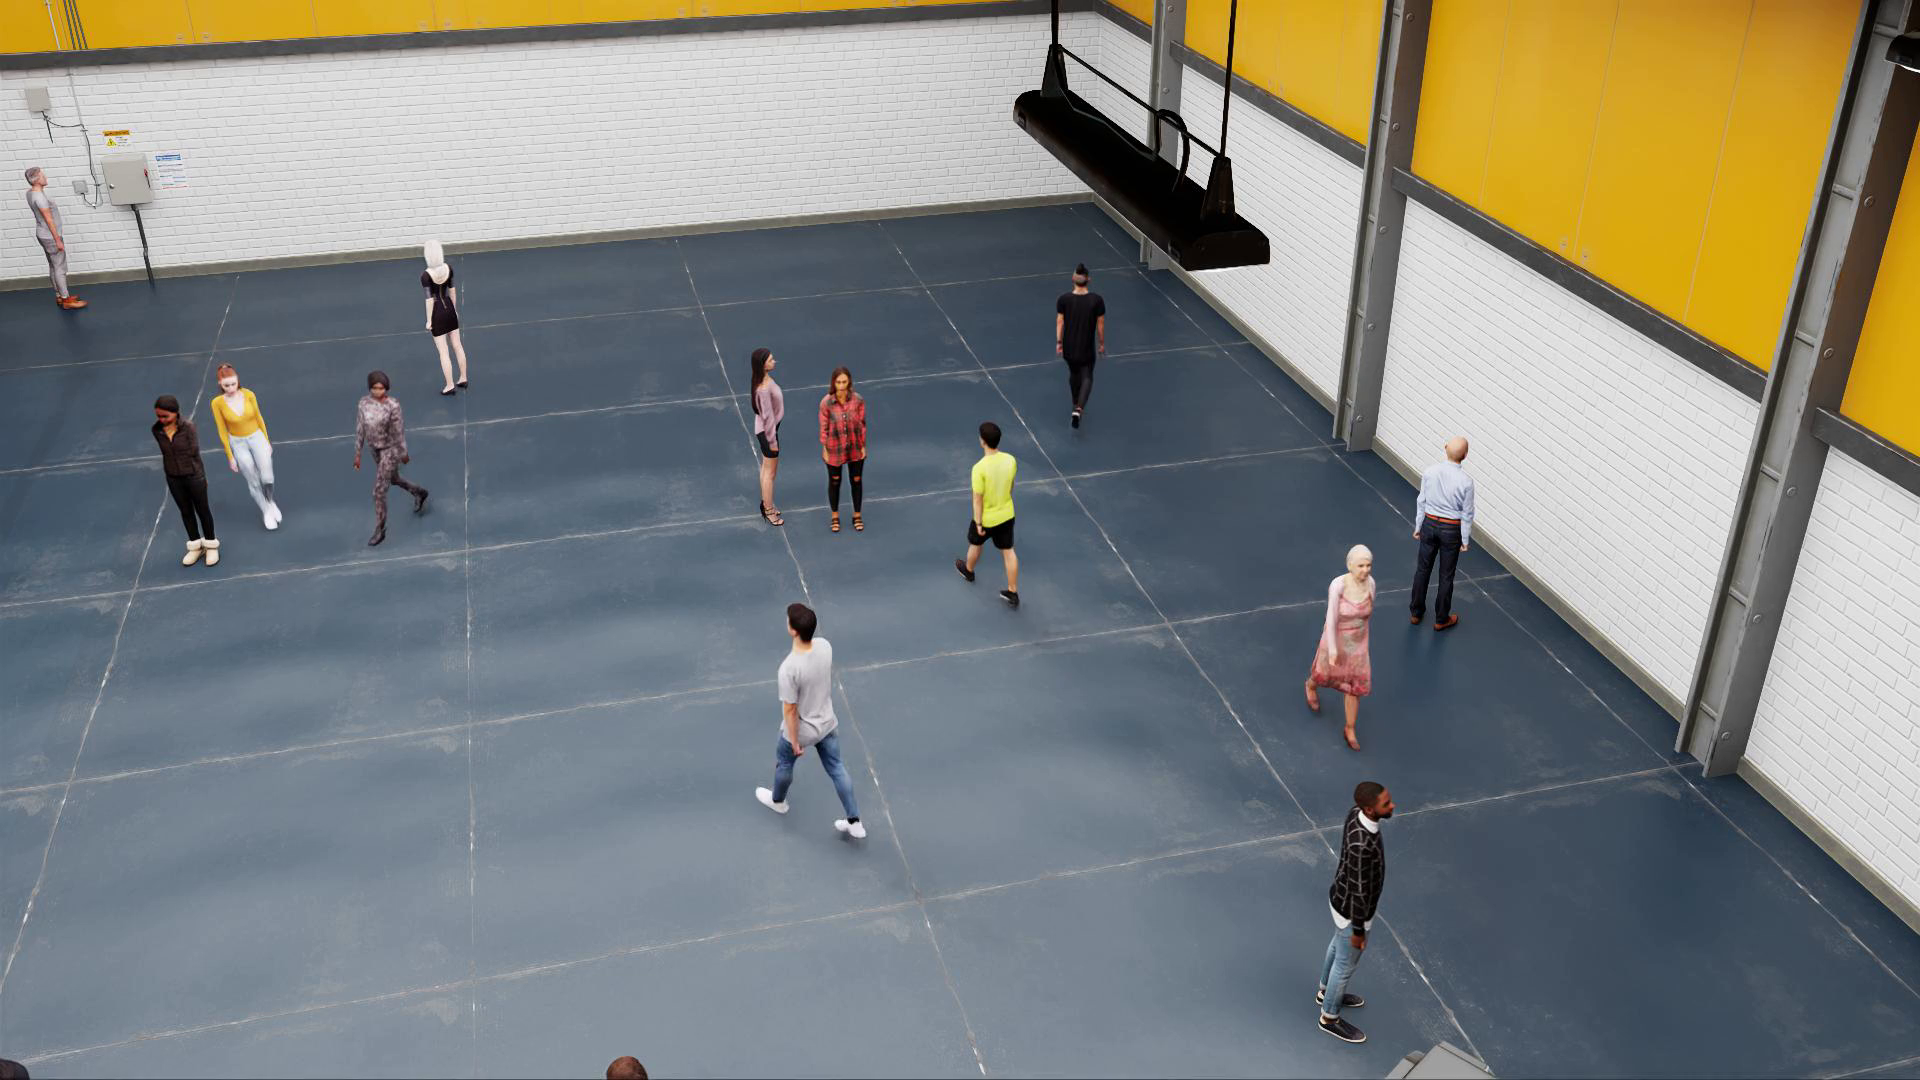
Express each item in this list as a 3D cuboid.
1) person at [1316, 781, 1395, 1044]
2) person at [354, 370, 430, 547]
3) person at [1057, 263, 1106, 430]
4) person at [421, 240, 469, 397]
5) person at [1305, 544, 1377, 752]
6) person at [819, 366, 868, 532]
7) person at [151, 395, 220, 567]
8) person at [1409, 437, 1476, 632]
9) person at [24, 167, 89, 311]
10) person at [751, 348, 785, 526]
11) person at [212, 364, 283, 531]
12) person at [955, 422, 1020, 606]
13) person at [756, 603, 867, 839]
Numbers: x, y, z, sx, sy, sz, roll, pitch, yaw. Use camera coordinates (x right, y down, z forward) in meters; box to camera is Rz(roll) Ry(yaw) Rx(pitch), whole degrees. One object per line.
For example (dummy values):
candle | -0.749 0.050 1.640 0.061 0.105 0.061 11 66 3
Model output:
person | 2.387 2.216 10.140 0.808 1.820 0.676 7 29 12
person | -5.441 -0.848 15.917 1.069 1.666 1.229 12 31 21
person | 1.305 -2.098 18.030 1.014 1.837 1.223 6 29 10
person | -5.847 -2.524 18.820 0.695 1.829 0.647 17 33 29
person | 2.952 0.760 12.979 0.597 1.658 1.034 -6 29 -11
person | -1.104 -0.878 15.935 0.617 1.702 0.546 -6 29 -11
person | -7.193 -0.597 15.464 0.683 1.660 0.620 -7 29 -13
person | 4.161 -0.066 14.356 0.705 1.789 0.785 18 34 30
person | -11.653 -3.873 21.289 0.831 1.832 0.683 -24 37 -37
person | -1.861 -1.002 16.048 0.689 1.812 0.484 -5 29 -9
person | -6.868 -0.911 15.957 0.699 1.739 0.727 -20 34 -32
person | 0.353 -0.204 14.737 0.776 1.665 1.146 -14 31 -23
person | -0.993 1.317 11.763 1.308 1.844 1.097 24 37 37
